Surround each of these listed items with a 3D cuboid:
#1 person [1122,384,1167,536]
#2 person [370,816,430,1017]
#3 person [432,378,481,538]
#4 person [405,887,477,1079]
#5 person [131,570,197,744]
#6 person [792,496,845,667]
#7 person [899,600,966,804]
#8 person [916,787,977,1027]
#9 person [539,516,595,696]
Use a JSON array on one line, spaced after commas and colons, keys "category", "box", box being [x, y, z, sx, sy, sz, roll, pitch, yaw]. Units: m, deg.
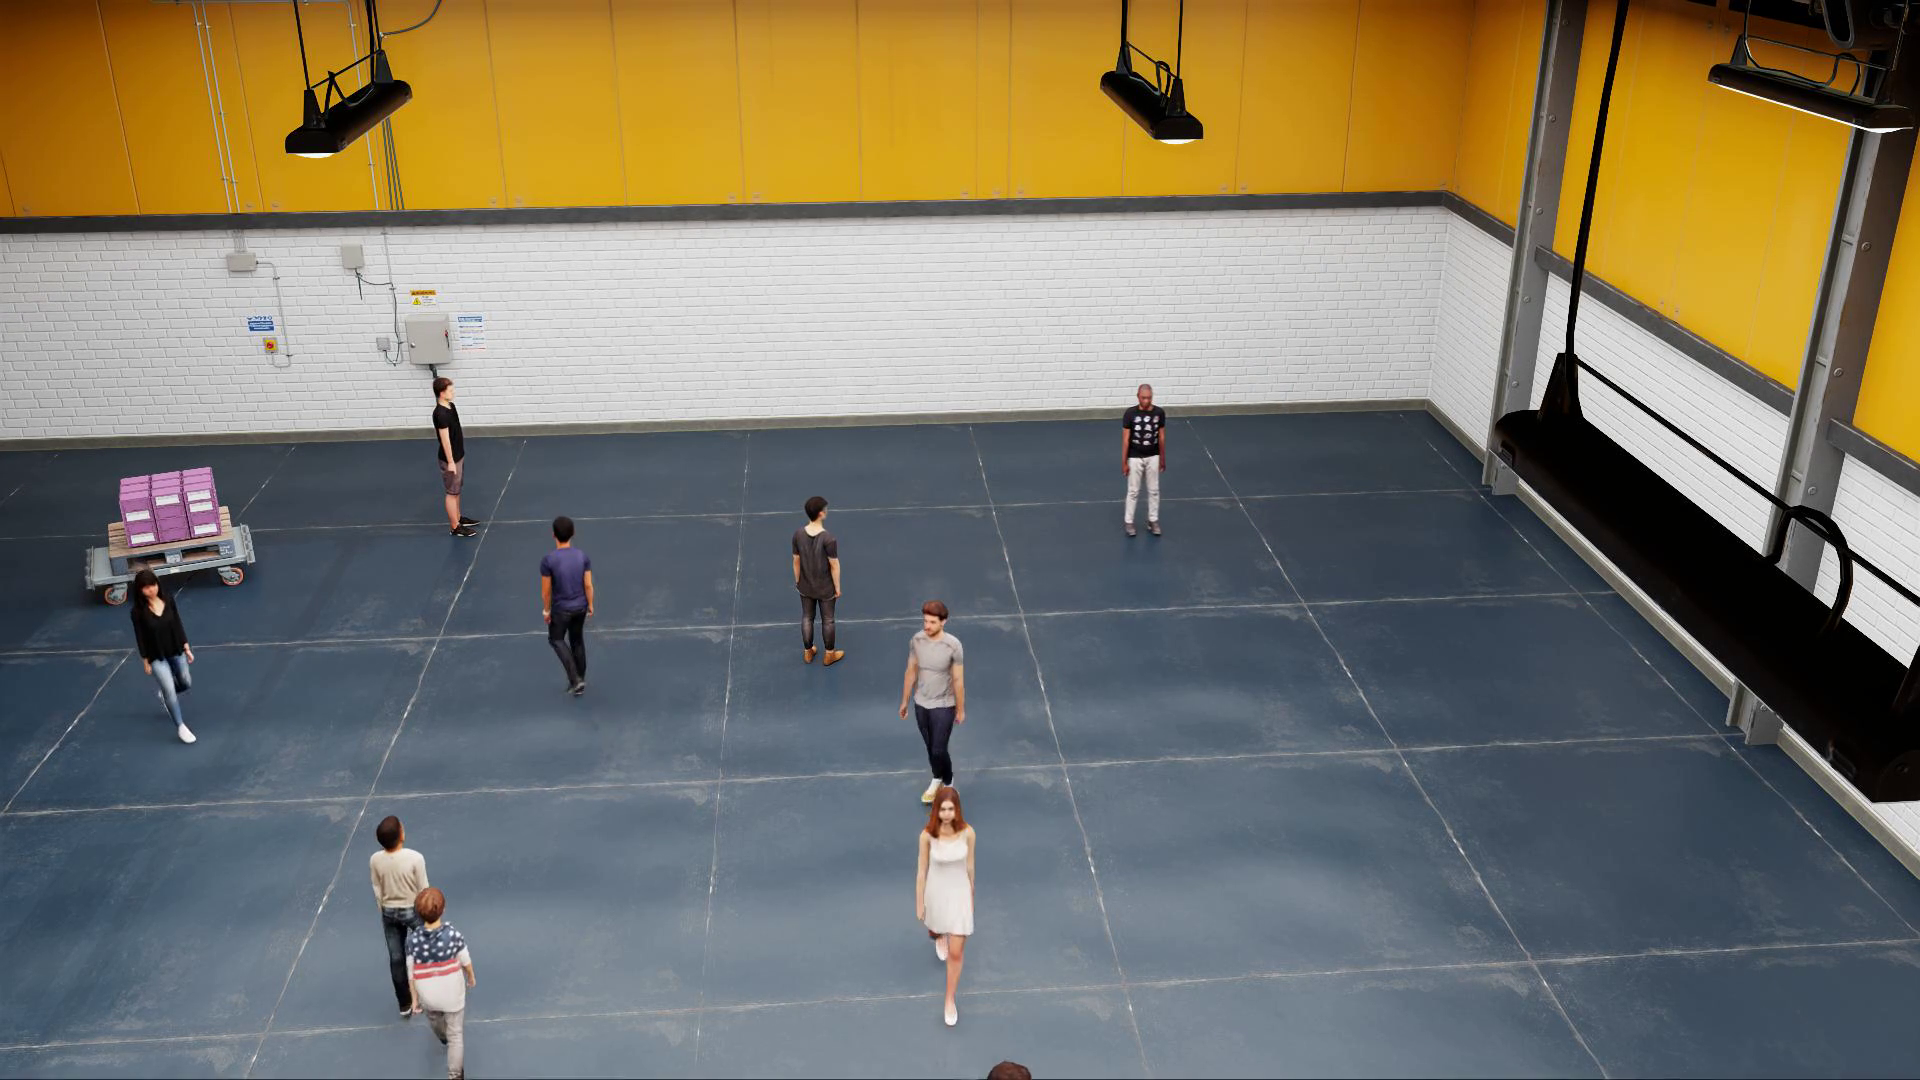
[{"category": "person", "box": [2.094, -0.933, 19.004, 0.656, 1.797, 0.578, -3, 24, -7]}, {"category": "person", "box": [-3.831, 2.597, 11.380, 0.576, 1.436, 0.935, -1, 24, -3]}, {"category": "person", "box": [-5.820, -0.973, 19.015, 0.742, 1.862, 0.504, -3, 24, -7]}, {"category": "person", "box": [-3.336, 2.918, 10.690, 0.628, 1.401, 0.965, -6, 24, -12]}, {"category": "person", "box": [-7.104, 0.989, 14.810, 0.950, 1.636, 0.906, 17, 29, 34]}, {"category": "person", "box": [-1.382, 0.395, 16.073, 0.700, 1.713, 0.683, 8, 25, 18]}, {"category": "person", "box": [-0.166, 1.311, 13.768, 0.793, 1.880, 0.832, 14, 27, 29]}, {"category": "person", "box": [-0.093, 2.417, 11.483, 0.608, 1.683, 1.109, 0, 24, -1]}, {"category": "person", "box": [-3.595, 0.665, 15.376, 0.806, 1.775, 0.865, -14, 27, -29]}]
